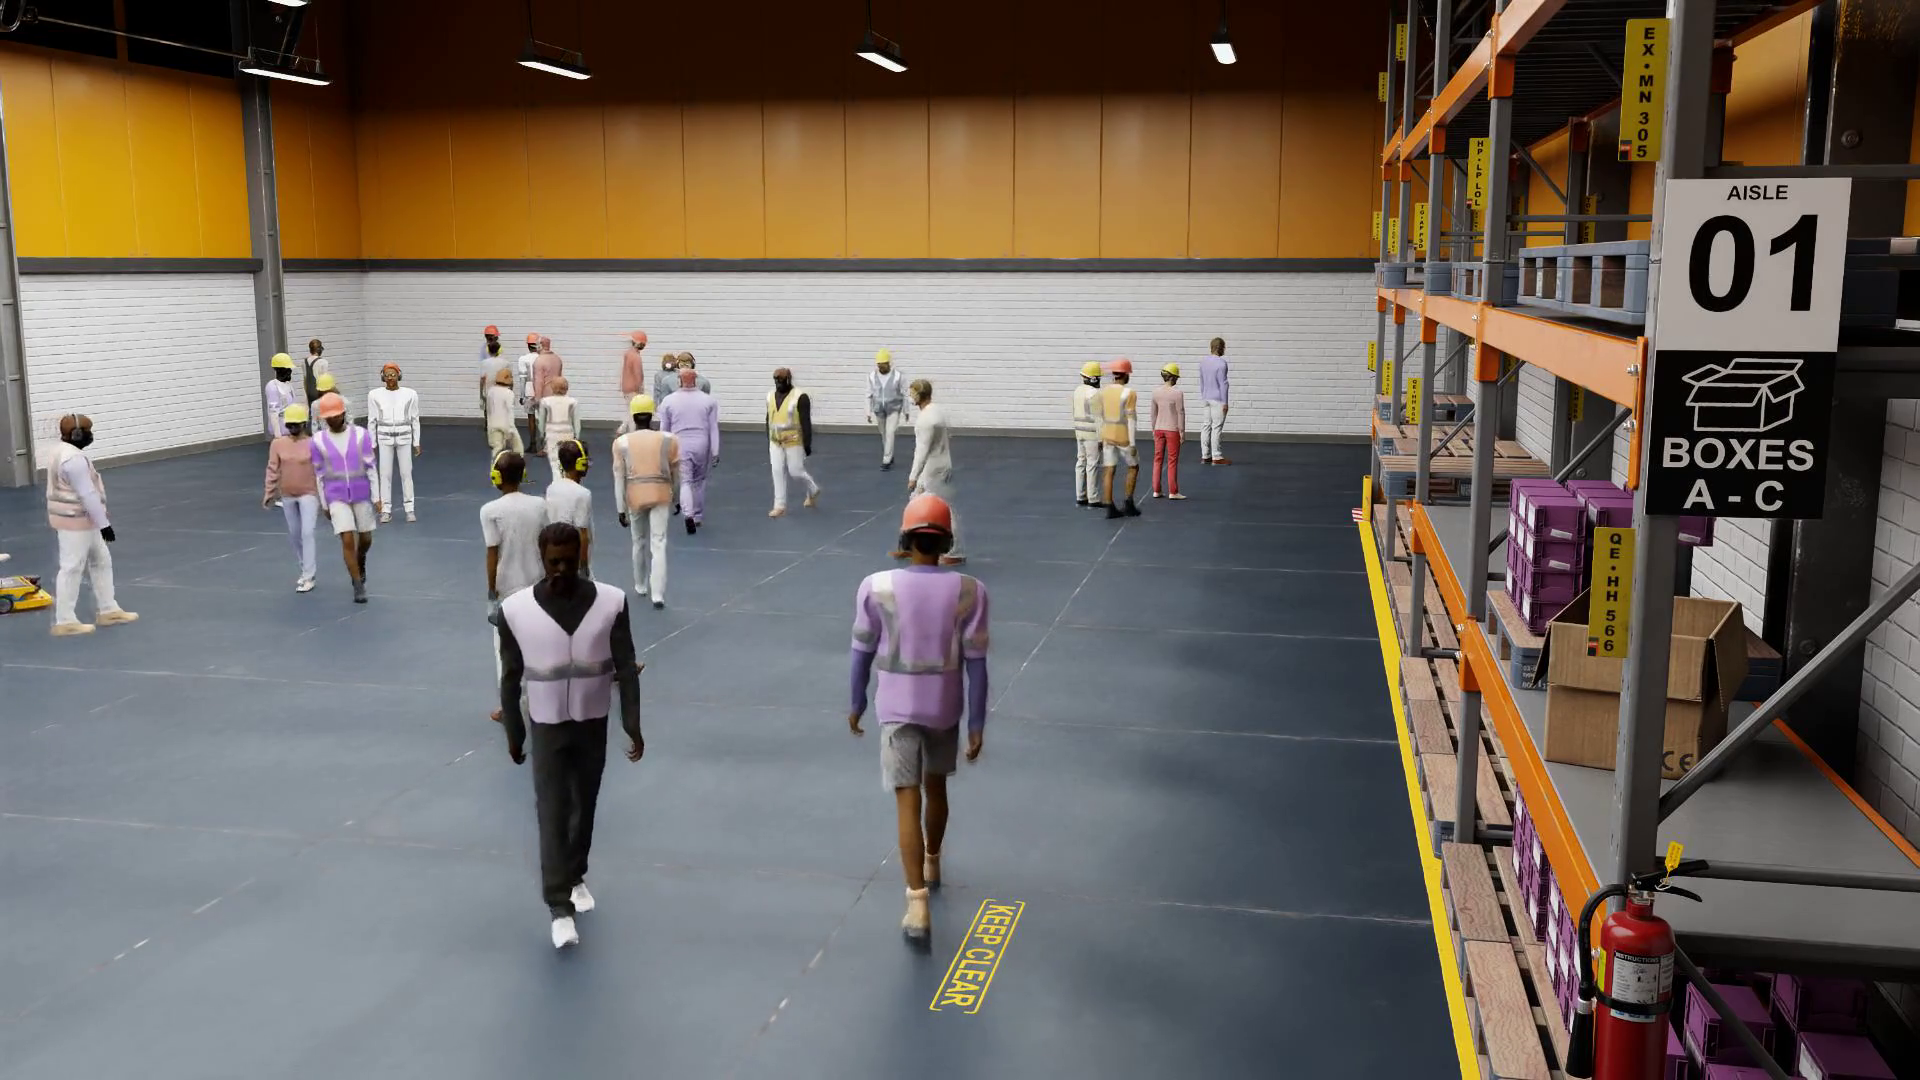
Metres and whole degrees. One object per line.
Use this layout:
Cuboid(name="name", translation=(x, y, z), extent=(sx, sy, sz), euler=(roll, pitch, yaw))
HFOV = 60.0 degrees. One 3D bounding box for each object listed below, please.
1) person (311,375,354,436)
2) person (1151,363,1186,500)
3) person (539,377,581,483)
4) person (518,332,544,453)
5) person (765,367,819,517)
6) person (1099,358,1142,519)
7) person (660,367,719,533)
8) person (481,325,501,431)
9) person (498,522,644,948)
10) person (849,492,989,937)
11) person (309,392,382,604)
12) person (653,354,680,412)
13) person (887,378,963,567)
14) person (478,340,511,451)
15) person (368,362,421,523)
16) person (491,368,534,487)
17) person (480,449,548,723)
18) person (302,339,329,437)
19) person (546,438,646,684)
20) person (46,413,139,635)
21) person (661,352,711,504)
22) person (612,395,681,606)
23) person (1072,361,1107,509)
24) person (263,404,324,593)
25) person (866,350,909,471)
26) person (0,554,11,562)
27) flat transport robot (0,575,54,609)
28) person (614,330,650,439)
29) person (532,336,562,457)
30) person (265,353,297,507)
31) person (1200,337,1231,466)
Cuboid(name="person", translation=(-7.628, -1.160, 20.205), extent=(0.505, 1.690, 0.725), euler=(1, 9, 6))
Cuboid(name="person", translation=(2.697, -1.396, 21.476), extent=(0.523, 1.760, 0.325), euler=(9, 13, 43))
Cuboid(name="person", translation=(-5.125, -1.291, 21.329), extent=(0.525, 1.591, 0.856), euler=(-2, 10, -13))
Cuboid(name="person", translation=(-6.845, -2.368, 26.793), extent=(0.552, 1.935, 0.369), euler=(-7, 12, -35))
Cuboid(name="person", translation=(-2.030, -1.200, 20.125), extent=(0.648, 1.817, 0.715), euler=(5, 11, 30))
Cuboid(name="person", translation=(1.963, -1.218, 19.904), extent=(0.570, 1.919, 0.649), euler=(8, 13, 41))
Cuboid(name="person", translation=(-3.070, -1.024, 18.922), extent=(0.665, 1.869, 0.884), euler=(-3, 10, -15))
Cuboid(name="person", translation=(-8.451, -2.909, 30.063), extent=(0.368, 1.931, 0.552), euler=(-5, 11, -28))
Cuboid(name="person", translation=(-1.734, 0.864, 7.520), extent=(0.597, 1.878, 0.932), euler=(-5, 10, -26))
Cuboid(name="person", translation=(-0.179, 0.778, 7.714), extent=(0.626, 1.995, 1.065), euler=(-2, 10, -11))
Cuboid(name="person", translation=(-5.553, -0.404, 15.058), extent=(0.582, 1.905, 0.714), euler=(-4, 10, -25))
Cuboid(name="person", translation=(-4.623, -2.153, 26.460), extent=(0.505, 1.621, 0.375), euler=(0, 9, 1))
Cuboid(name="person", translation=(-0.378, -0.672, 16.685), extent=(0.899, 1.897, 0.684), euler=(0, 9, 2))
Cuboid(name="person", translation=(-7.465, -2.297, 26.754), extent=(0.506, 1.814, 0.965), euler=(-3, 10, -18))
Cuboid(name="person", translation=(-6.655, -1.144, 19.577), extent=(0.584, 1.882, 0.349), euler=(-3, 10, -18))
Cuboid(name="person", translation=(-6.176, -1.547, 22.820), extent=(0.515, 1.611, 0.661), euler=(7, 12, 36))
Cuboid(name="person", translation=(-2.817, 0.335, 10.790), extent=(0.771, 1.851, 0.524), euler=(9, 13, 42))
Cuboid(name="person", translation=(-10.306, -2.299, 26.695), extent=(0.501, 1.839, 0.342), euler=(4, 10, 23))
Cuboid(name="person", translation=(-2.715, 0.189, 11.766), extent=(0.550, 1.815, 0.997), euler=(8, 12, 39))
Cuboid(name="person", translation=(-7.148, -0.133, 13.716), extent=(0.770, 1.815, 0.624), euler=(-6, 11, -32))
Cuboid(name="person", translation=(-3.464, -1.420, 21.094), extent=(0.627, 1.934, 0.371), euler=(-2, 10, -13))
Cuboid(name="person", translation=(-2.801, -0.363, 14.919), extent=(0.591, 1.878, 1.005), euler=(-2, 10, -9))
Cuboid(name="person", translation=(1.629, -1.296, 20.648), extent=(0.404, 1.833, 0.590), euler=(-5, 11, -27))
Cuboid(name="person", translation=(-6.205, -0.405, 15.589), extent=(0.546, 1.736, 0.725), euler=(1, 9, 3))
Cuboid(name="person", translation=(-1.072, -1.939, 24.722), extent=(0.618, 1.777, 0.979), euler=(2, 10, 13))
Cuboid(name="person", translation=(-9.978, -0.783, 16.924), extent=(0.613, 2.041, 0.393), euler=(9, 13, 42))
Cuboid(name="flat transport robot", translation=(-8.748, 0.510, 14.460), extent=(1.431, 0.197, 0.652), euler=(-7, 12, -38))
Cuboid(name="person", translation=(-5.345, -2.465, 27.339), extent=(0.520, 1.959, 0.645), euler=(-4, 10, -22))
Cuboid(name="person", translation=(-6.540, -2.262, 26.255), extent=(0.403, 1.904, 0.651), euler=(3, 10, 20))
Cuboid(name="person", translation=(-8.459, -1.377, 20.849), extent=(0.367, 1.926, 0.594), euler=(0, 9, -2))
Cuboid(name="person", translation=(3.858, -2.092, 25.127), extent=(0.372, 1.939, 0.631), euler=(-5, 10, -26))
